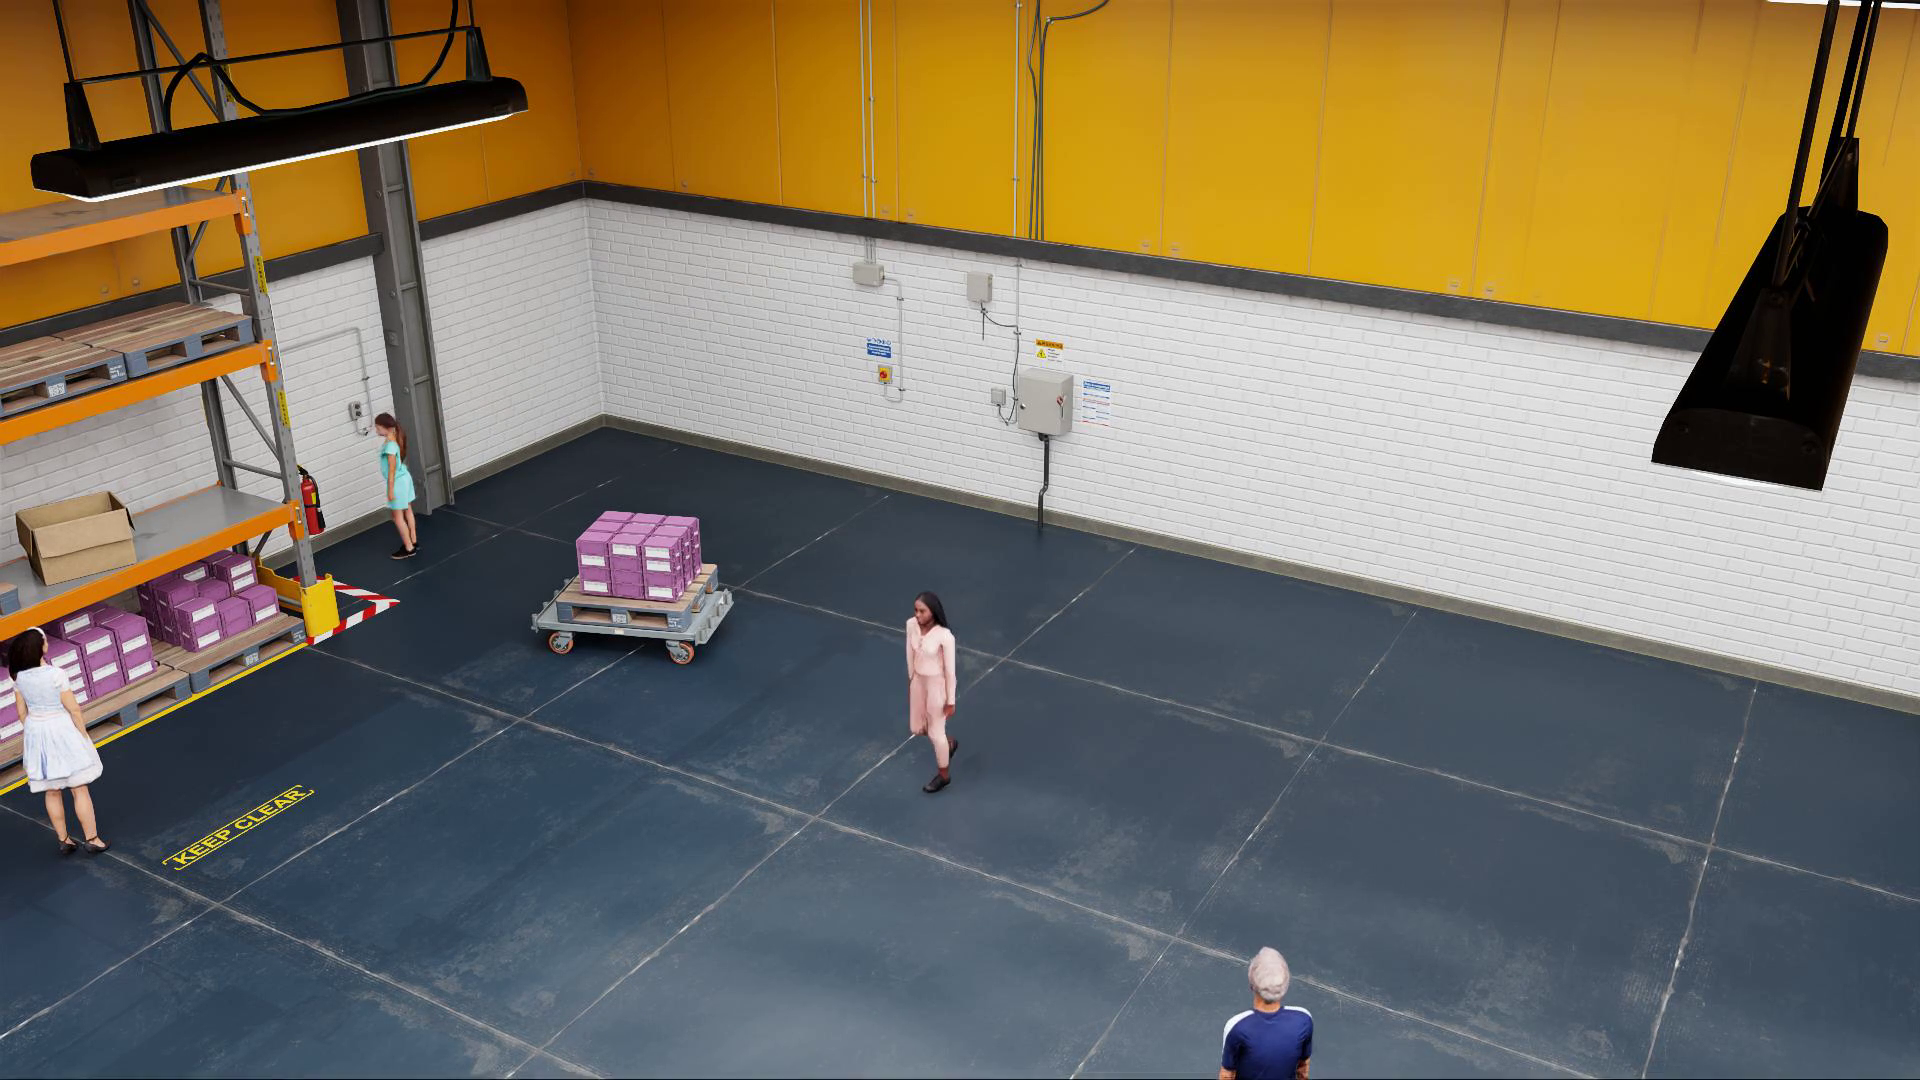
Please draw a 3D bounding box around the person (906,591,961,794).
[{"bbox_3d":[-0.158,1.130,12.773,0.748,1.700,0.819,19,30,36],"label":"person"}]

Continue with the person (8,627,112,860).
[{"bbox_3d":[-6.453,1.458,11.878,0.840,1.815,0.884,0,24,1],"label":"person"}]

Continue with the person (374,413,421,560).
[{"bbox_3d":[-5.695,-0.598,16.911,0.766,1.551,0.656,4,24,8],"label":"person"}]

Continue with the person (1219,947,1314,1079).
[{"bbox_3d":[1.545,2.906,8.547,0.851,1.830,0.912,-4,24,-9],"label":"person"}]
